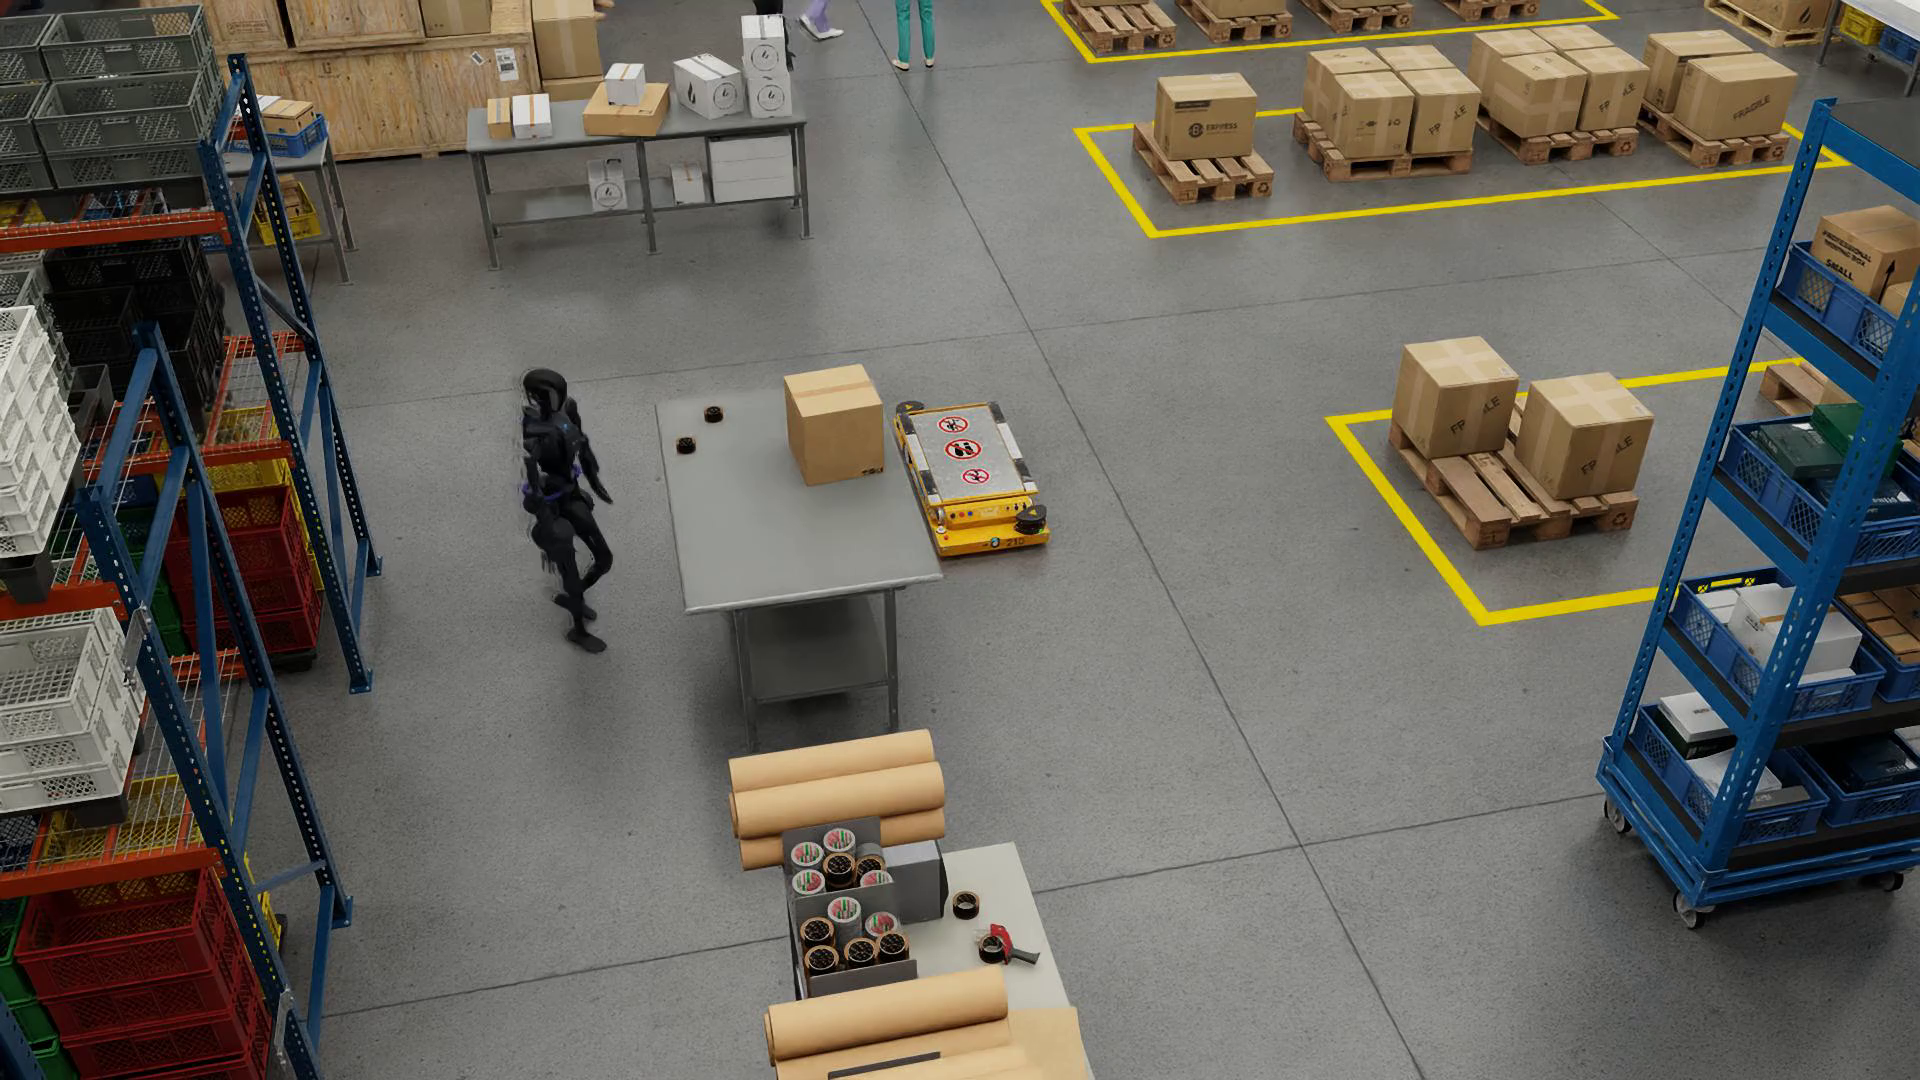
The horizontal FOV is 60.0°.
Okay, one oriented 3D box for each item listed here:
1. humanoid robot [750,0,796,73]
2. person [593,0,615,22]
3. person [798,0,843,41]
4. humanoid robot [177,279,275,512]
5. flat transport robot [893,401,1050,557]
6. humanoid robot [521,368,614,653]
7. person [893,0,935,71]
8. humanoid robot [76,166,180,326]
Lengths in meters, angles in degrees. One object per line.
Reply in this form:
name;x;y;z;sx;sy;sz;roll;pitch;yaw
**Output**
humanoid robot;-1.630;-4.222;14.052;0.365;1.648;0.601;-16;40;-20
person;-3.697;-6.179;16.376;0.535;2.000;0.681;4;37;6
person;-1.363;-5.701;15.845;0.482;1.902;0.627;-25;44;-30
humanoid robot;-4.326;-0.775;9.470;0.763;1.621;0.632;-3;37;-4
flat transport robot;0.046;-0.430;10.108;0.652;0.197;1.431;-8;37;-10
humanoid robot;-2.031;-0.170;8.598;0.344;1.647;0.640;11;38;15
person;-0.445;-5.223;15.317;0.533;1.767;0.312;-11;38;-15
humanoid robot;-5.457;-1.916;10.938;0.609;1.657;0.313;-27;45;-32
